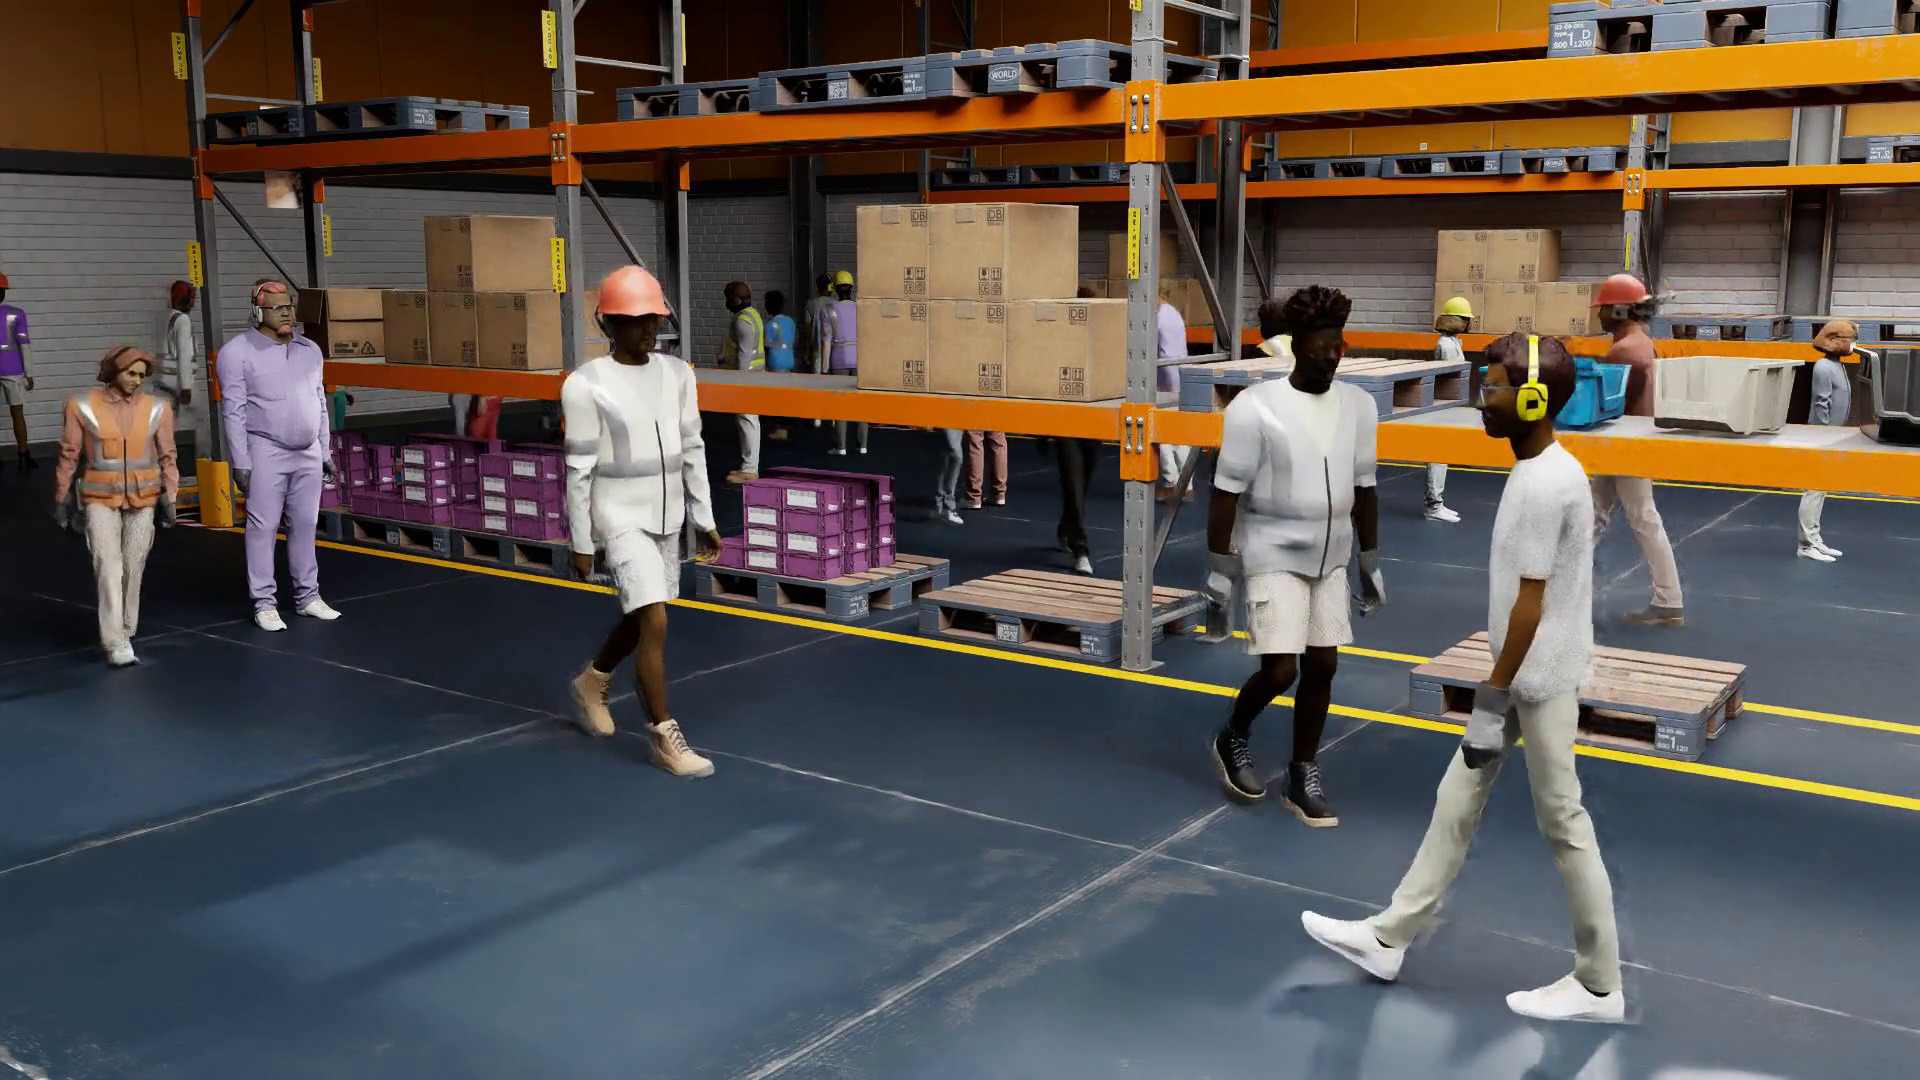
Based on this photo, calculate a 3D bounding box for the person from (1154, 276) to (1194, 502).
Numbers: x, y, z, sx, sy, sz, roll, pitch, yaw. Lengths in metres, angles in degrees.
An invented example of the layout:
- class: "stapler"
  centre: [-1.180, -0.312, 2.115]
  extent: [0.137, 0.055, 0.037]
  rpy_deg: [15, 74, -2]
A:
- class: "person"
  centre: [1.760, -1.261, 13.969]
  extent: [0.533, 1.896, 0.649]
  rpy_deg: [4, 10, 22]

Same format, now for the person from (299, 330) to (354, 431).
- class: "person"
  centre: [-5.544, -1.300, 14.609]
  extent: [0.332, 1.763, 0.527]
  rpy_deg: [5, 11, 27]

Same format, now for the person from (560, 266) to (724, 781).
- class: "person"
  centre: [-1.340, -0.094, 6.708]
  extent: [0.966, 2.015, 0.614]
  rpy_deg: [8, 12, 39]

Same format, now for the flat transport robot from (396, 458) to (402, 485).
- class: "flat transport robot"
  centre: [-5.229, -0.575, 14.721]
  extent: [0.652, 0.197, 1.431]
  rpy_deg: [8, 12, 39]

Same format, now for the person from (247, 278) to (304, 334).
- class: "person"
  centre: [-6.344, -1.530, 15.664]
  extent: [0.645, 1.872, 0.870]
  rpy_deg: [-1, 10, -4]

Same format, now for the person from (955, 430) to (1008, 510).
- class: "person"
  centre: [0.162, -1.198, 13.561]
  extent: [0.650, 1.911, 0.409]
  rpy_deg: [-8, 13, -41]

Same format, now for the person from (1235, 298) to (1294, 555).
- class: "person"
  centre: [2.140, -0.665, 10.759]
  extent: [0.625, 1.798, 0.949]
  rpy_deg: [-9, 13, -43]

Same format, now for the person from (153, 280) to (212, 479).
- class: "person"
  centre: [-7.054, -1.434, 15.165]
  extent: [0.641, 1.838, 0.821]
  rpy_deg: [8, 12, 40]

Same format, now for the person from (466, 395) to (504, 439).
- class: "person"
  centre: [-4.060, -1.208, 14.106]
  extent: [0.357, 1.749, 0.523]
  rpy_deg: [0, 10, -1]

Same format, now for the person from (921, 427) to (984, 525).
- class: "person"
  centre: [-0.020, -0.922, 12.781]
  extent: [0.563, 1.610, 0.541]
  rpy_deg: [7, 12, 37]

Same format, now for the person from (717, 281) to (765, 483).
- class: "person"
  centre: [-2.000, -1.439, 15.222]
  extent: [0.429, 1.837, 0.620]
  rpy_deg: [0, 10, 0]

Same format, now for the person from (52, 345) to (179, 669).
- class: "person"
  centre: [-4.179, -0.159, 8.291]
  extent: [0.574, 1.592, 0.737]
  rpy_deg: [-8, 12, -38]

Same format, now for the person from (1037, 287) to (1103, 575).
- class: "person"
  centre: [0.792, -0.754, 11.107]
  extent: [0.605, 1.864, 1.022]
  rpy_deg: [-2, 10, -10]

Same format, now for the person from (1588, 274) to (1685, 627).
- class: "person"
  centre: [3.642, -0.508, 9.357]
  extent: [1.026, 1.938, 0.633]
  rpy_deg: [5, 11, 29]

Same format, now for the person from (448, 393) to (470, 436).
- class: "person"
  centre: [-5.304, -1.879, 17.822]
  extent: [0.523, 1.849, 0.698]
  rpy_deg: [8, 12, 39]

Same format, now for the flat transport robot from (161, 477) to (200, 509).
- class: "flat transport robot"
  centre: [-6.197, -0.397, 13.665]
  extent: [1.431, 0.197, 0.652]
  rpy_deg: [-9, 13, -44]

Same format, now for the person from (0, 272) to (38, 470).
- class: "person"
  centre: [-9.254, -1.630, 16.056]
  extent: [0.551, 1.934, 0.373]
  rpy_deg: [-3, 10, -17]

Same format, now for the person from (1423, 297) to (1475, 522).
- class: "person"
  centre: [3.824, -1.021, 13.009]
  extent: [0.319, 1.740, 0.492]
  rpy_deg: [2, 10, 14]

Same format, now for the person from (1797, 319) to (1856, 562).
- class: "person"
  centre: [5.882, -0.677, 11.274]
  extent: [0.286, 1.635, 0.497]
  rpy_deg: [7, 12, 36]

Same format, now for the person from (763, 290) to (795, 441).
- class: "person"
  centre: [-2.116, -1.962, 18.736]
  extent: [0.485, 1.685, 0.555]
  rpy_deg: [4, 11, 25]

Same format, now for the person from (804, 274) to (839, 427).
- class: "person"
  centre: [-1.656, -2.311, 20.346]
  extent: [0.554, 1.861, 0.338]
  rpy_deg: [1, 10, 5]

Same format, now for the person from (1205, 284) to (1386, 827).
- class: "person"
  centre: [1.198, 0.064, 5.934]
  extent: [0.655, 1.941, 0.498]
  rpy_deg: [-4, 10, -24]

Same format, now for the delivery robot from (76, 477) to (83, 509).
- class: "delivery robot"
  centre: [-6.395, -0.410, 12.618]
  extent: [0.477, 0.478, 0.707]
  rpy_deg: [-1, 9, -4]

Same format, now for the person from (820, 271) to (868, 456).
- class: "person"
  centre: [-1.189, -1.827, 17.281]
  extent: [0.585, 1.920, 0.382]
  rpy_deg: [-4, 11, -25]

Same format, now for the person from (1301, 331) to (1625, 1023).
- class: "person"
  centre: [1.375, 0.376, 4.413]
  extent: [0.913, 1.830, 0.554]
  rpy_deg: [2, 10, 14]

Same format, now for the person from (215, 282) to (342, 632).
- class: "person"
  centre: [-3.735, -0.462, 9.194]
  extent: [0.408, 1.908, 0.644]
  rpy_deg: [6, 11, 31]
